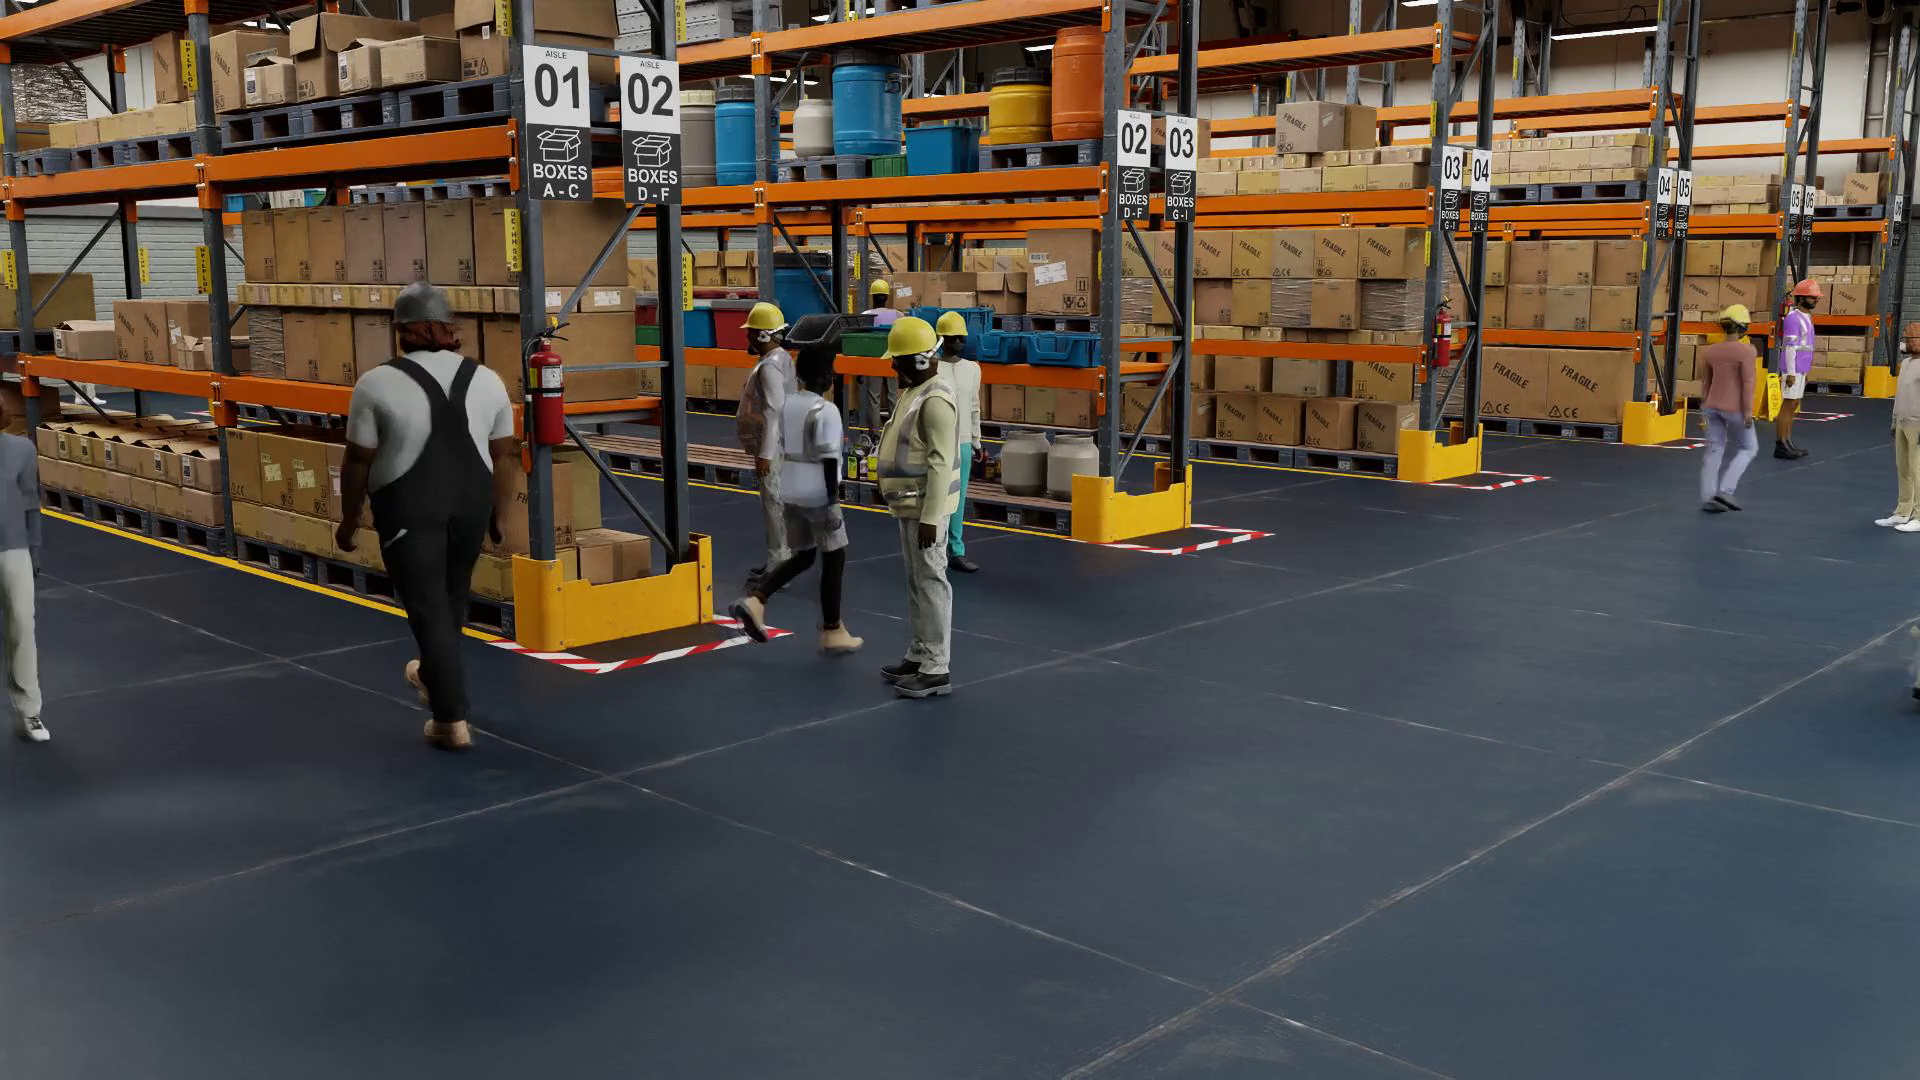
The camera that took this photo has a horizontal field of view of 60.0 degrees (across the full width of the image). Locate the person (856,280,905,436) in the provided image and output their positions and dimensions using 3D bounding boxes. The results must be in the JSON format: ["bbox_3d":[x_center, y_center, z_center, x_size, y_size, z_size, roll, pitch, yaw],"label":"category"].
[{"bbox_3d":[-0.896,-1.959,18.740,0.589,1.927,0.368,-5,10,-26],"label":"person"}]

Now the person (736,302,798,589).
[{"bbox_3d":[-1.243,-0.614,10.776,0.403,1.835,0.588,0,9,0],"label":"person"}]

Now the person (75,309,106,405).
[{"bbox_3d":[-13.281,-2.989,25.272,0.505,1.864,0.337,4,10,22],"label":"person"}]

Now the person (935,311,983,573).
[{"bbox_3d":[-0.066,-0.650,11.208,0.525,1.769,0.328,-6,11,-33],"label":"person"}]

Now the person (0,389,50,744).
[{"bbox_3d":[-4.347,0.056,7.393,0.804,1.608,0.502,9,13,44],"label":"person"}]

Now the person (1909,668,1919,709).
[{"bbox_3d":[4.822,-0.048,7.448,0.930,1.778,0.617,6,11,34],"label":"person"}]

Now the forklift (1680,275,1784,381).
[{"bbox_3d":[12.480,-3.427,27.053,1.214,2.155,2.313,9,13,43],"label":"forklift"}]

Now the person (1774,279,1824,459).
[{"bbox_3d":[9.142,-1.863,18.117,0.379,1.937,0.547,8,12,40],"label":"person"}]

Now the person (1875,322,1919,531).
[{"bbox_3d":[7.486,-0.890,13.085,0.266,1.631,0.507,1,9,4],"label":"person"}]

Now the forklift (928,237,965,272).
[{"bbox_3d":[-0.326,-5.817,39.609,1.129,2.768,1.873,9,13,43],"label":"forklift"}]

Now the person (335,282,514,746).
[{"bbox_3d":[-2.389,-0.140,7.373,0.699,2.000,1.004,-8,12,-41],"label":"person"}]

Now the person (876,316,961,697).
[{"bbox_3d":[-0.201,-0.166,8.068,0.403,1.823,0.588,-2,9,-12],"label":"person"}]

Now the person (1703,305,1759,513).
[{"bbox_3d":[6.470,-1.094,13.977,0.399,1.750,0.545,-4,10,-22],"label":"person"}]

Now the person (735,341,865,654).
[{"bbox_3d":[-0.865,-0.223,8.855,0.616,1.674,0.542,-6,11,-34],"label":"person"}]
